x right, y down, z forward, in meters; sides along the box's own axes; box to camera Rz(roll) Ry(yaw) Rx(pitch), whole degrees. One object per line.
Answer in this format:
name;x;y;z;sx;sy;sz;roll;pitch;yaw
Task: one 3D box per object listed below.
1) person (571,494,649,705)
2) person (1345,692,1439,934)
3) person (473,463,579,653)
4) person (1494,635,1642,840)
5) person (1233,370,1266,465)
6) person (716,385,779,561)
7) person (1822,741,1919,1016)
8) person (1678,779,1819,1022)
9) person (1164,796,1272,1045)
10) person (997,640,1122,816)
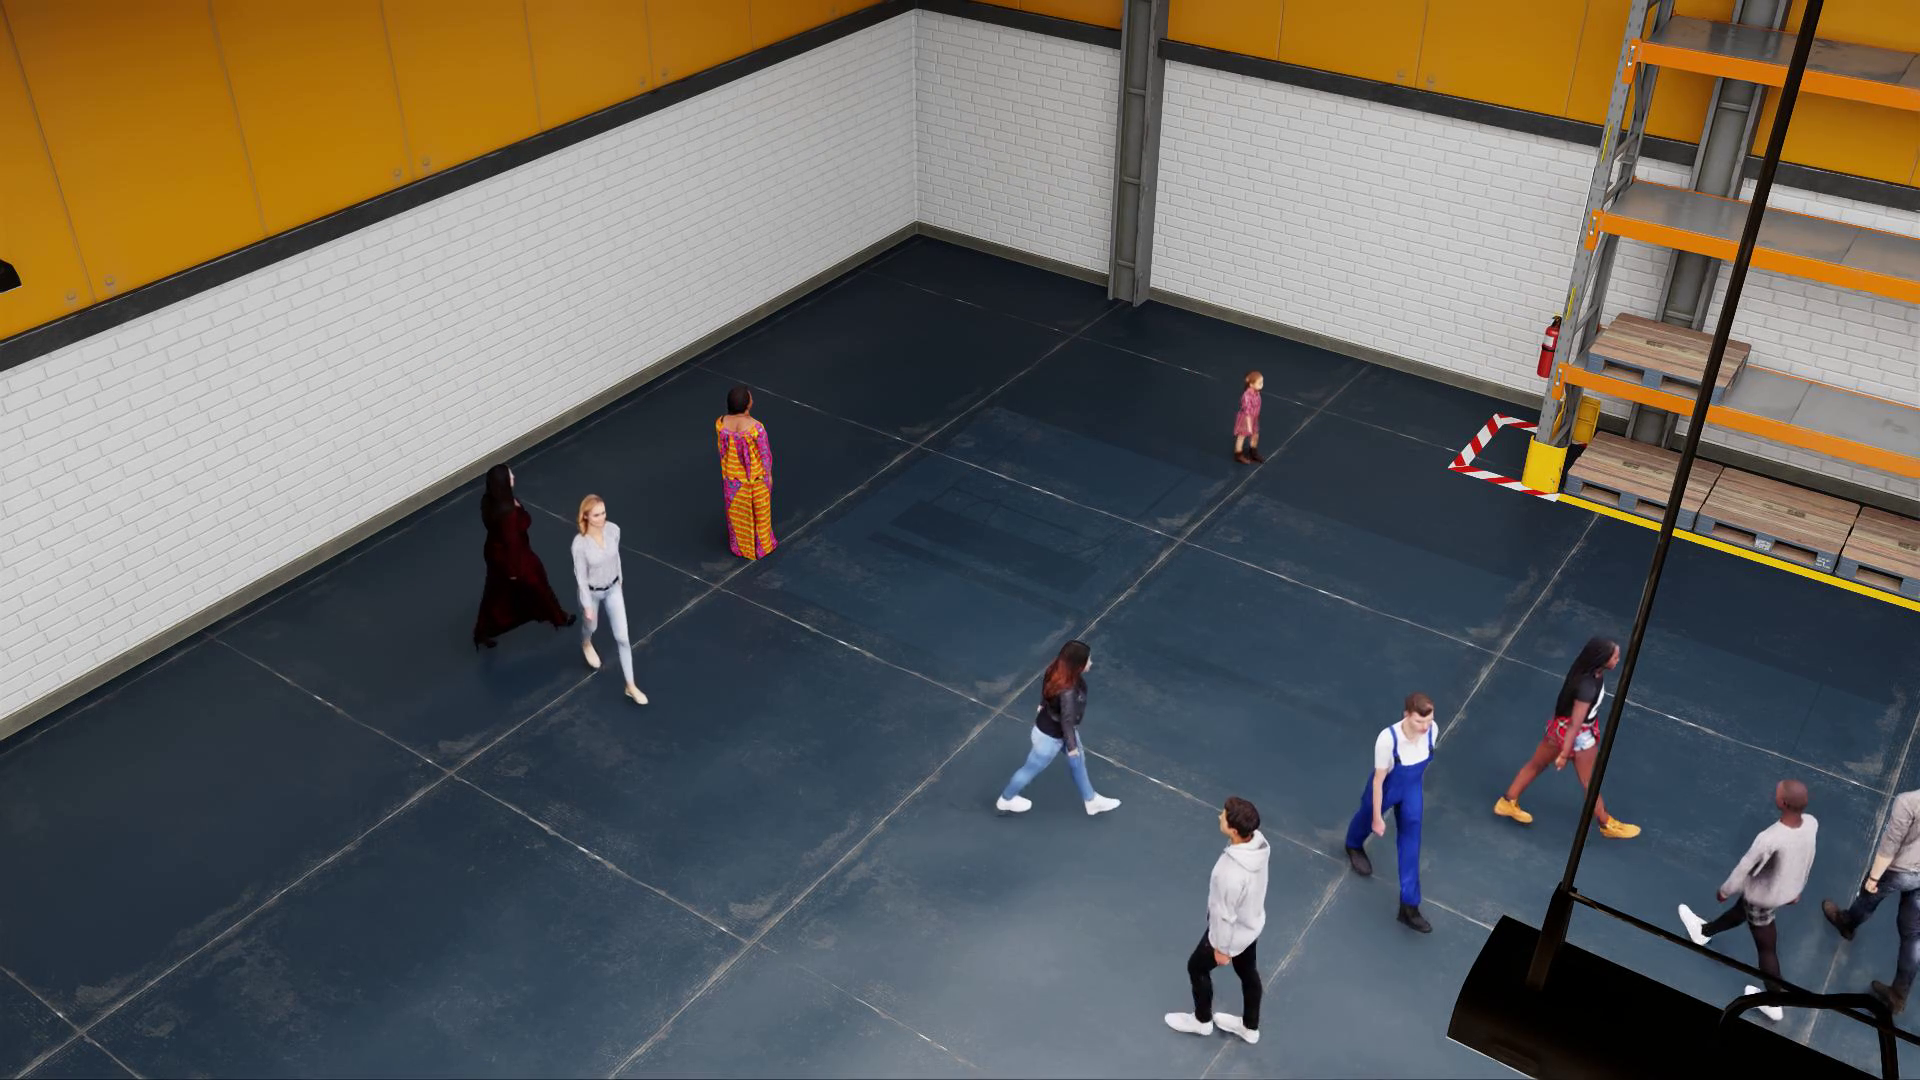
person;-2.884;0.407;13.083;0.847;1.753;1.241;-24;41;-32
person;2.868;1.658;11.164;1.136;1.792;1.298;-10;35;-15
person;-3.724;0.196;13.441;0.937;1.708;1.118;-24;41;-32
person;4.187;1.382;11.692;1.281;1.668;0.902;9;35;14
person;2.761;-1.204;16.173;0.519;1.013;0.423;22;39;29
person;-1.894;-0.638;14.718;0.672;1.682;0.779;11;35;16
person;5.964;2.151;10.377;1.242;1.844;1.204;-1;34;-2
person;5.080;2.268;10.301;0.989;1.733;1.234;-15;36;-21
person;1.747;2.358;10.009;0.835;1.906;0.742;17;37;24
person;0.597;1.364;11.803;1.222;1.576;0.993;1;34;2
